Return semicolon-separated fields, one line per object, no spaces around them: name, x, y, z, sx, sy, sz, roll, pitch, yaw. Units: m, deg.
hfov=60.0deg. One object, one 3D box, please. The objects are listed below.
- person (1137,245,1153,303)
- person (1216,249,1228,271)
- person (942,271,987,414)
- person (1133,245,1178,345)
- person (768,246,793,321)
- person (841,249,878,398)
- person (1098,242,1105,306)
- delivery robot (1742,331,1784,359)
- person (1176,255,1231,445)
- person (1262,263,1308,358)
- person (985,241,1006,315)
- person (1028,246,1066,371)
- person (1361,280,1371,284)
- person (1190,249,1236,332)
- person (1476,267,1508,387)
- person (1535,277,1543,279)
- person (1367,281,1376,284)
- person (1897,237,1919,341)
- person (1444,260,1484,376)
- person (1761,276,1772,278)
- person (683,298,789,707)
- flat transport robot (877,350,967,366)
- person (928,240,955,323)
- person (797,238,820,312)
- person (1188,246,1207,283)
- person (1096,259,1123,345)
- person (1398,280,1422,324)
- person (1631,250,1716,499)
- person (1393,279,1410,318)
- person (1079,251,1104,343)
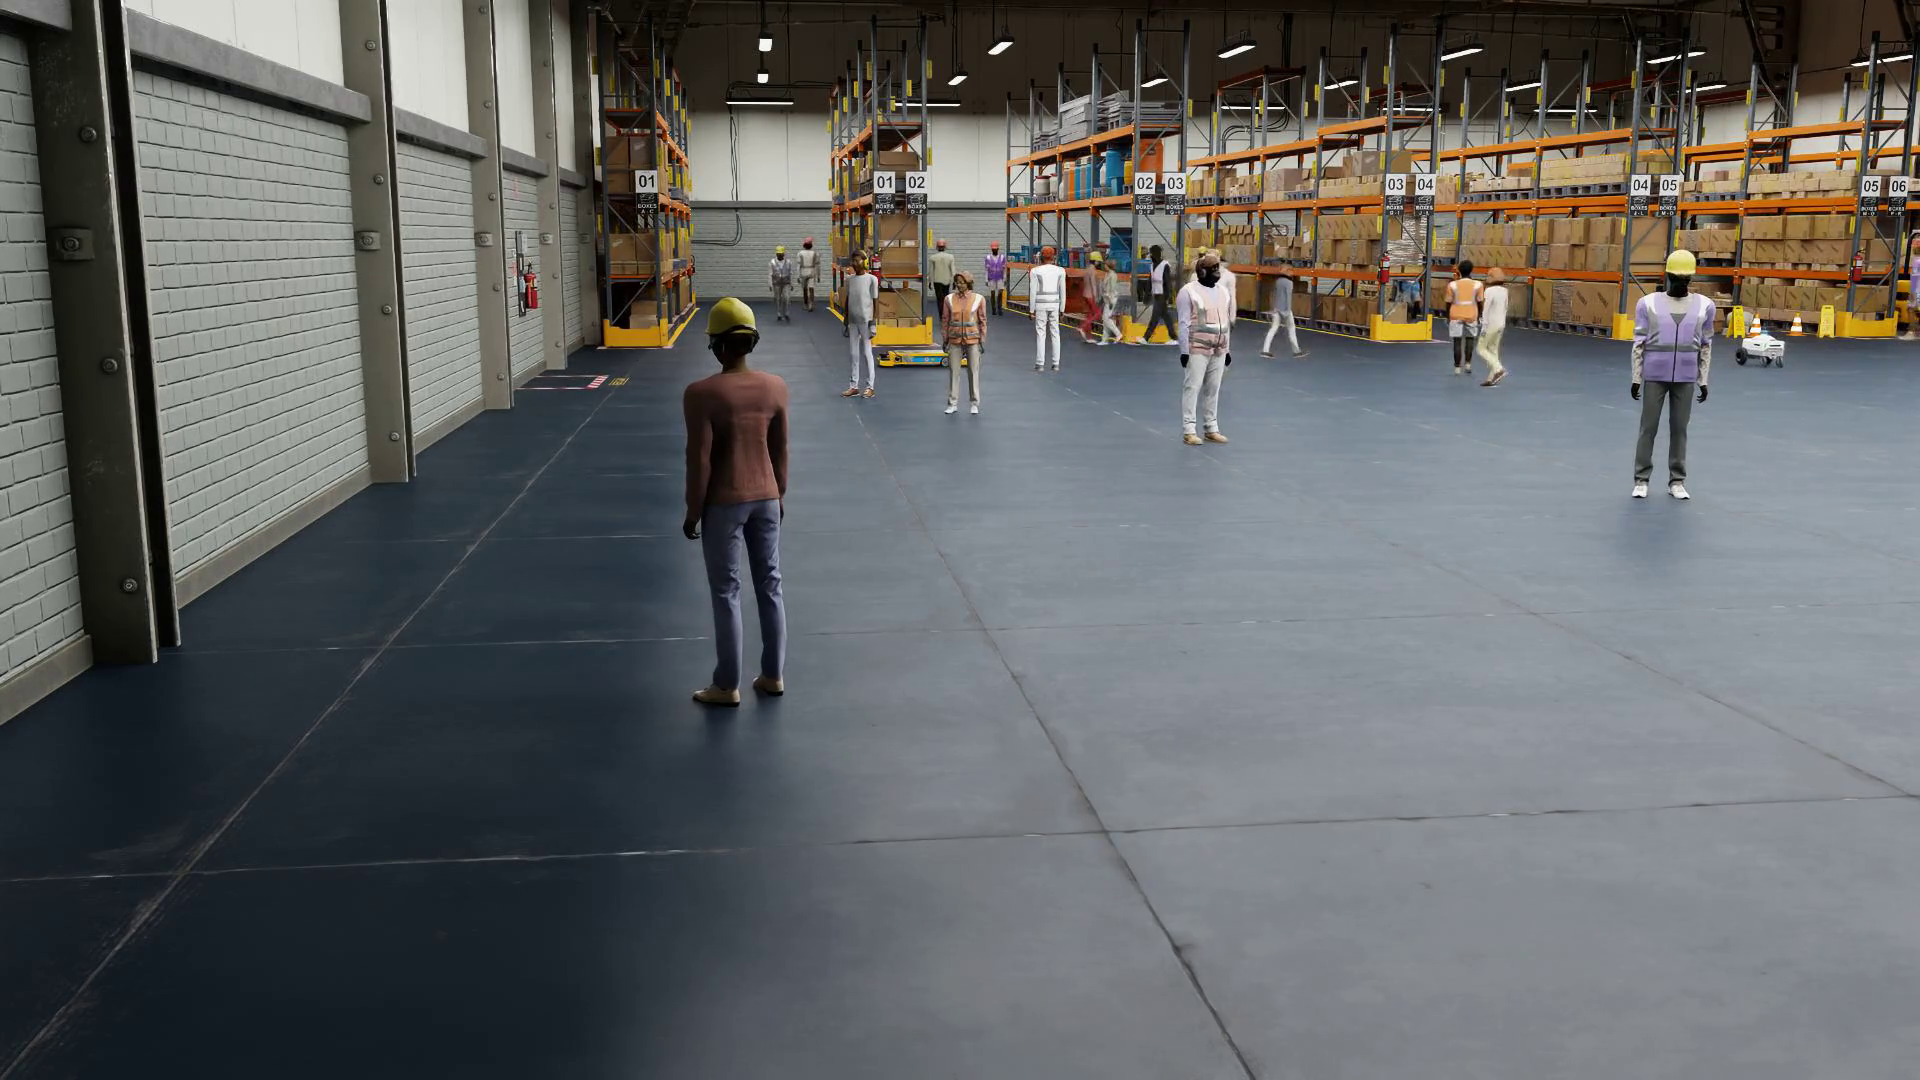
person;4.243;-5.879;38.398;0.533;1.827;0.420;-2;10;-8
person;6.040;-5.965;39.143;0.504;1.715;0.678;-2;10;-9
person;0.050;-2.257;19.075;0.517;1.636;0.314;2;11;11
person;3.668;-4.569;31.132;1.010;1.855;0.614;-4;11;-20
person;-4.309;-6.173;40.096;0.618;1.793;0.846;-2;11;-11
person;-1.275;-2.739;21.069;0.513;1.875;0.328;6;12;29
person;3.713;-6.823;43.435;0.648;1.890;1.014;-1;10;-8
delivery robot;12.600;-3.042;26.090;0.477;0.478;0.707;-1;10;-4
person;2.413;-1.859;16.323;0.633;1.846;0.429;-6;12;-31
person;5.448;-3.855;27.959;0.852;1.583;0.516;-4;11;-23
person;0.925;-6.727;42.843;0.565;1.901;0.831;0;10;-3
person;1.319;-3.502;25.221;0.584;1.884;0.346;-3;11;-17
person;12.288;-8.064;50.081;0.638;1.938;0.356;-1;10;-7
person;3.436;-3.067;22.940;0.667;1.851;0.997;5;11;24
person;7.194;-2.861;22.425;0.522;1.619;0.387;-9;14;-40
person;17.442;-8.031;49.884;0.635;1.942;0.659;8;13;39
person;13.022;-8.579;52.753;0.389;1.995;0.624;7;13;35
person;18.727;-4.873;32.370;0.614;2.028;0.603;-9;14;-42
person;7.395;-3.266;24.456;0.552;1.677;0.565;2;11;12
person;19.256;-6.110;39.705;0.563;1.811;0.842;-2;10;-10
person;-0.973;-0.159;7.222;0.525;1.769;0.315;-9;14;-41
flat transport robot;-0.576;-2.871;26.185;1.431;0.197;0.652;-1;10;-7
person;-0.458;-6.156;39.618;0.640;1.933;1.019;-2;11;-10
person;-4.114;-7.203;45.217;0.625;2.000;1.042;-2;10;-8
person;5.377;-5.636;37.100;0.626;1.812;0.570;-1;10;-3
person;2.776;-4.439;31.083;0.422;1.627;0.527;-1;10;-6
person;9.870;-5.439;36.401;0.549;1.676;0.521;0;10;2
person;5.512;-1.276;12.898;0.587;1.928;0.364;2;11;12
person;11.151;-6.512;41.776;0.534;1.864;0.310;-2;10;-9
person;2.512;-4.608;31.645;0.422;1.750;0.547;-1;10;-4
